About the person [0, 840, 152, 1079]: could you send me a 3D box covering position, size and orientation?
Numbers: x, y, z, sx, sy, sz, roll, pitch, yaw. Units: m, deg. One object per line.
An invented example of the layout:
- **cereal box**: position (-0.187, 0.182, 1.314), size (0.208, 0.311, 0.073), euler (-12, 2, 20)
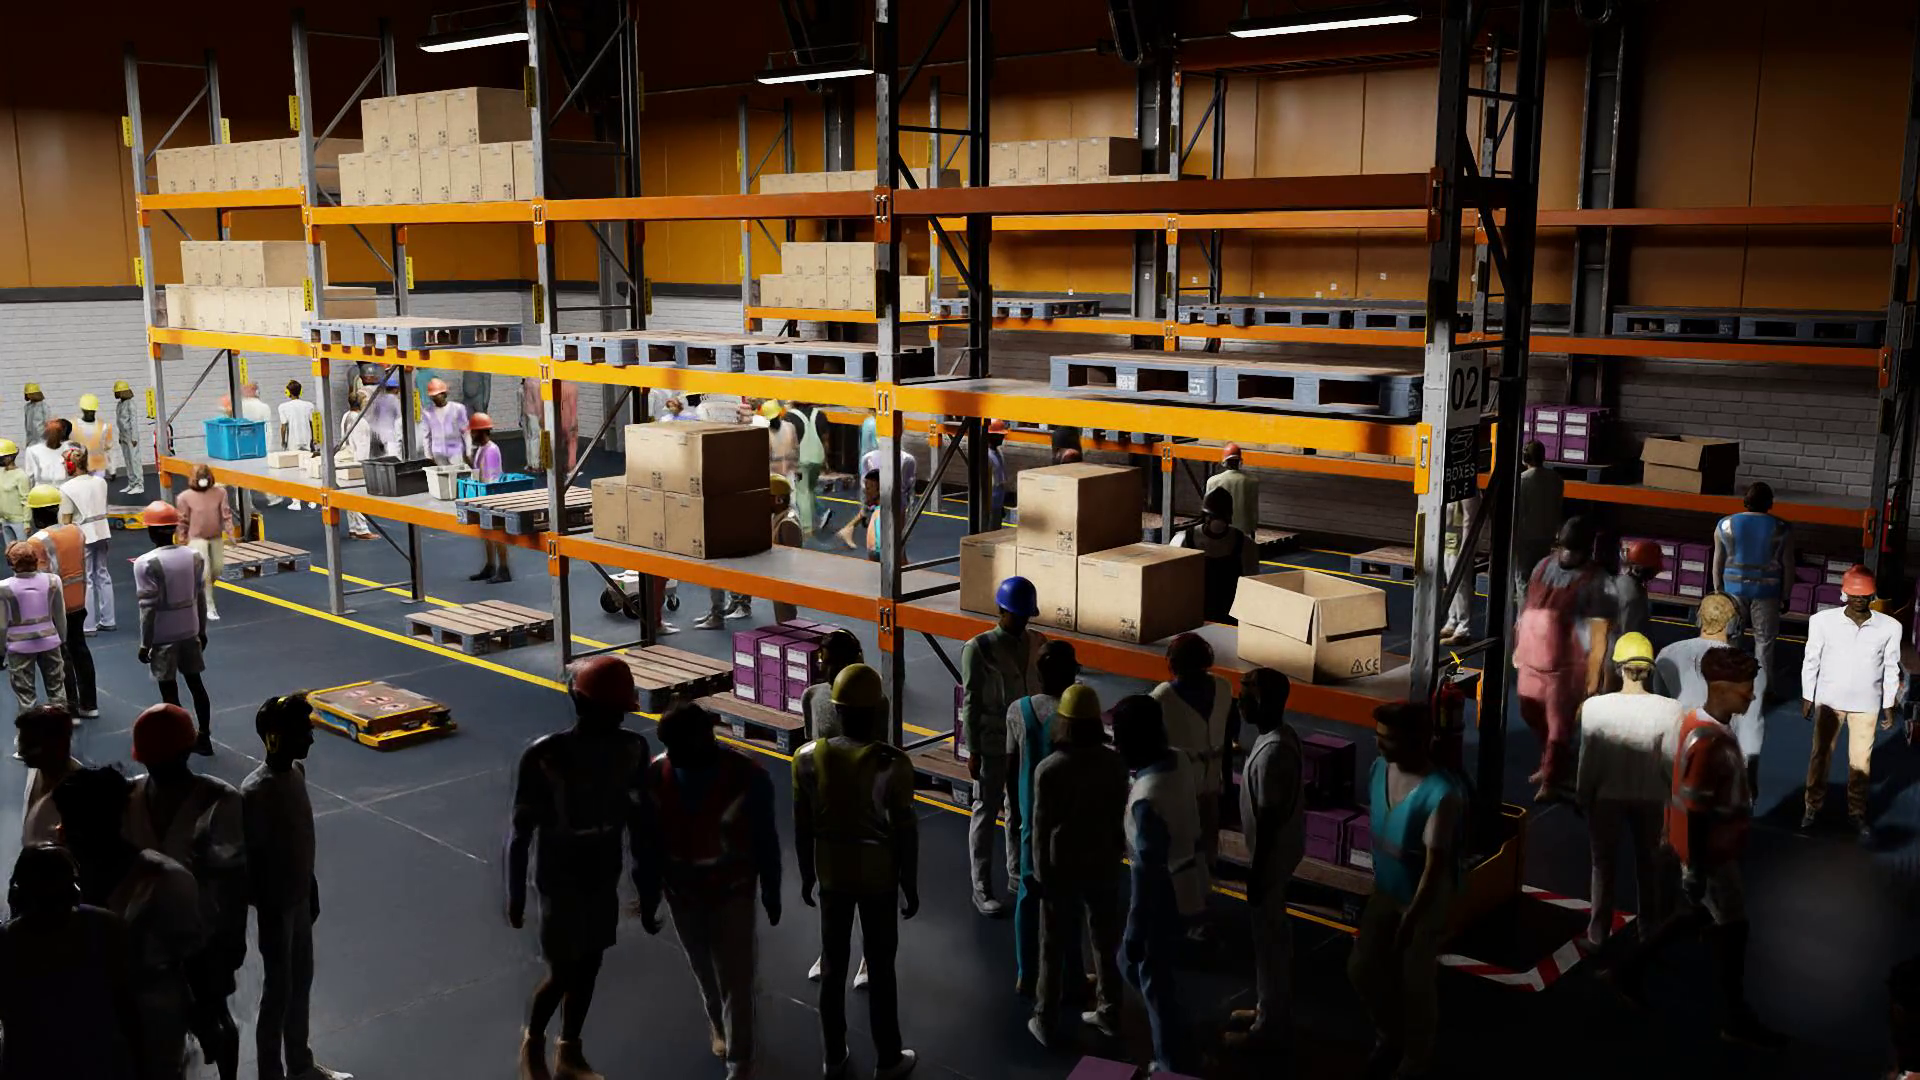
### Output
- **person**: position (-3.097, 1.868, 5.740), size (0.547, 1.821, 0.602), euler (-8, 13, -39)

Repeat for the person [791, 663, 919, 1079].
- **person**: position (-0.461, 1.503, 7.512), size (0.585, 1.929, 0.371), euler (3, 10, 15)

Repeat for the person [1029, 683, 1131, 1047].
- **person**: position (0.565, 1.532, 7.903), size (0.493, 1.731, 0.330), euler (-3, 11, -18)

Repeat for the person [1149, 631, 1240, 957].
- **person**: position (1.186, 1.344, 8.721), size (0.603, 1.828, 0.400), euler (-7, 12, -36)

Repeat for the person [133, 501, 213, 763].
- **person**: position (-5.777, 0.674, 12.171), size (0.372, 1.935, 0.551), euler (5, 11, 28)

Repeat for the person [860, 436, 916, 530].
- **person**: position (-0.769, -0.314, 17.824), size (0.593, 1.912, 0.391), euler (0, 10, -1)

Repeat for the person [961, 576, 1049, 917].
- **person**: position (0.282, 1.150, 9.463), size (0.603, 1.943, 0.398), euler (-7, 12, -35)

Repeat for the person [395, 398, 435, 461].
- **person**: position (-7.508, -1.152, 23.017), size (0.575, 1.749, 0.334), euler (-7, 12, -34)

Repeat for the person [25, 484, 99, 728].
- **person**: position (-7.099, 0.519, 13.076), size (0.384, 1.925, 0.593), euler (1, 10, 8)

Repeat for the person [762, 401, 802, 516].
- **person**: position (-2.227, -0.820, 20.833), size (0.671, 1.862, 0.779), euler (-5, 11, -26)

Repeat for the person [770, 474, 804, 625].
- **person**: position (-1.547, 0.337, 14.378), size (0.404, 1.829, 0.600), euler (-3, 10, -14)

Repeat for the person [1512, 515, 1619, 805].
- **person**: position (4.052, 0.773, 11.320), size (0.572, 2.000, 0.769), euler (-5, 11, -25)

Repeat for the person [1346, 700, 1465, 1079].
- **person**: position (1.952, 1.591, 7.324), size (0.506, 1.819, 0.556), euler (-5, 11, -27)

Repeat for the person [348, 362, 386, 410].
- **person**: position (-10.555, -2.459, 29.593), size (0.682, 2.000, 0.538), euler (-8, 13, -37)

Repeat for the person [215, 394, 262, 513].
- **person**: position (-10.342, -1.211, 23.468), size (0.769, 1.719, 0.577), euler (3, 10, 14)

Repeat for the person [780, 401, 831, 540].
- **person**: position (-2.088, -1.048, 21.615), size (0.705, 2.000, 0.874), euler (-6, 12, -32)

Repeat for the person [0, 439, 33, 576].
- **person**: position (-10.024, -0.197, 17.615), size (0.524, 1.761, 0.338), euler (5, 11, 28)

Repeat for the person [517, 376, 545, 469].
- **person**: position (-7.251, -2.046, 28.143), size (0.492, 1.729, 0.324), euler (1, 10, 3)

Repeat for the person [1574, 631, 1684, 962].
- **person**: position (3.524, 1.355, 8.811), size (0.533, 1.765, 0.330), euler (1, 10, 5)

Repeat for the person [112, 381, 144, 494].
- **person**: position (-12.754, -1.573, 25.459), size (0.483, 1.737, 0.321), euler (8, 13, 38)

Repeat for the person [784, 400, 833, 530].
- **person**: position (-2.077, -1.001, 21.772), size (0.726, 1.885, 0.655), euler (-1, 10, -5)

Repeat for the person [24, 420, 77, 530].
- **person**: position (-10.268, -0.445, 18.826), size (0.648, 1.816, 1.015), euler (-6, 12, -29)

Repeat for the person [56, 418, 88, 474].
- **person**: position (-10.835, -0.633, 20.240), size (0.317, 1.696, 0.540), euler (3, 11, 18)

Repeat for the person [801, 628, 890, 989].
- **person**: position (-0.591, 1.359, 8.520), size (0.511, 1.863, 0.327), euler (4, 11, 21)

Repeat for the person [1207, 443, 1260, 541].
- **person**: position (2.825, -0.138, 17.322), size (0.561, 1.742, 0.354), euler (0, 10, 0)

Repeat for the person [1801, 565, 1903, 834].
- **person**: position (5.738, 1.020, 10.737), size (0.569, 1.751, 0.329), euler (4, 11, 21)

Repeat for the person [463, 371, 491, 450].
- **person**: position (-8.949, -2.590, 30.704), size (0.640, 1.913, 0.409), euler (6, 12, 30)

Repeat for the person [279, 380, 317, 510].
- **person**: position (-9.511, -1.364, 23.898), size (0.514, 1.868, 0.328), euler (-8, 13, -40)

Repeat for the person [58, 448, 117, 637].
- **person**: position (-8.445, 0.028, 16.112), size (0.389, 1.838, 0.562), euler (2, 10, 14)

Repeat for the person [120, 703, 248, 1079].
- **person**: position (-3.252, 1.606, 6.944), size (0.550, 1.925, 0.390), euler (0, 10, 2)

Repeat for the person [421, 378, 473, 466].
- **person**: position (-6.938, -1.181, 22.456), size (0.639, 2.011, 0.534), euler (0, 10, 0)

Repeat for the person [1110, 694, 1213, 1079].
- **person**: position (0.860, 1.576, 7.224), size (0.453, 1.884, 0.653), euler (3, 11, 17)

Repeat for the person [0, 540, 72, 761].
- **person**: position (-6.823, 0.811, 12.234), size (0.310, 1.642, 0.514), euler (8, 13, 39)
